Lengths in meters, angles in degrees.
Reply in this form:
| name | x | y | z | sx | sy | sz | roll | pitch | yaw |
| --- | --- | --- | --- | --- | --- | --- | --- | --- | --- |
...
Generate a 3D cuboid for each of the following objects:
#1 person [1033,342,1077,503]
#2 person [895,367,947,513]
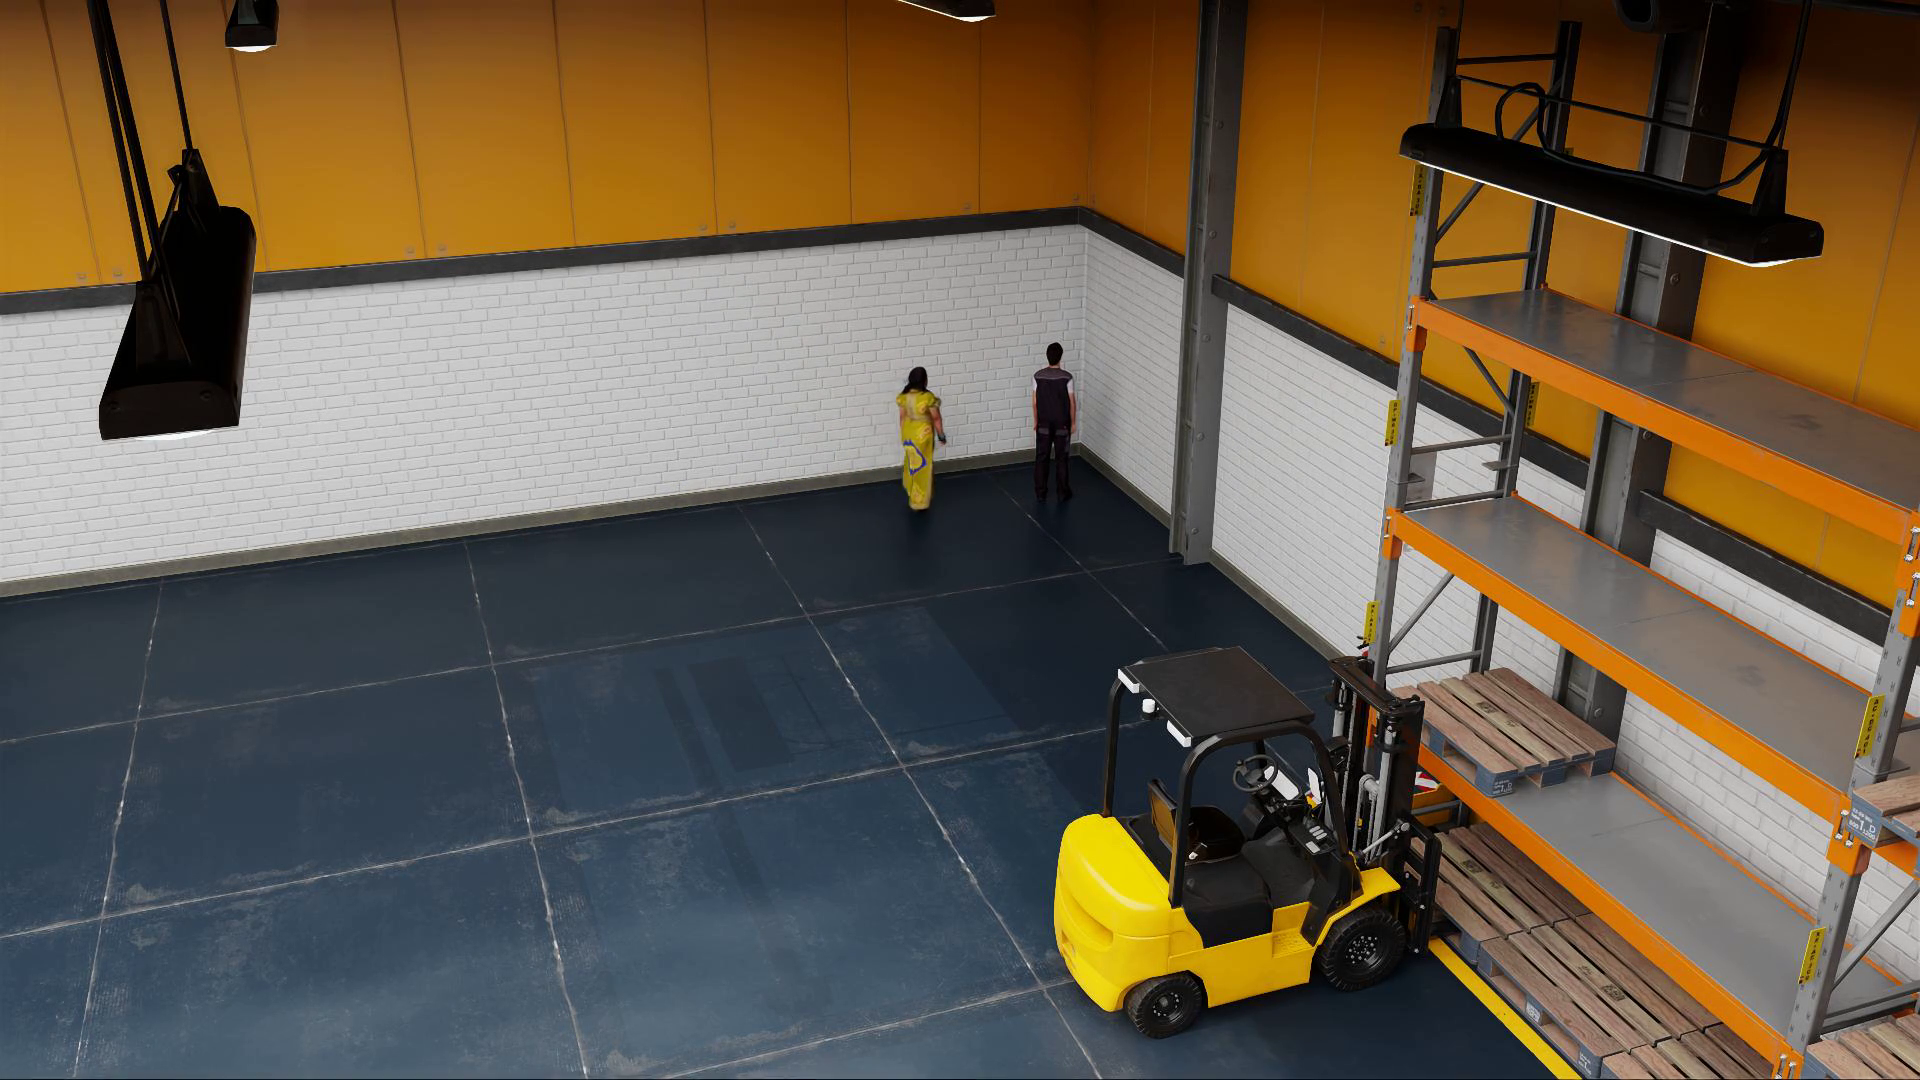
| name | x | y | z | sx | sy | sz | roll | pitch | yaw |
| --- | --- | --- | --- | --- | --- | --- | --- | --- | --- |
| person | 1.054 | -1.324 | 18.707 | 0.745 | 1.849 | 0.760 | 5 | 24 | 12 |
| person | -0.486 | -1.092 | 18.432 | 0.978 | 1.643 | 1.049 | 15 | 28 | 31 |
